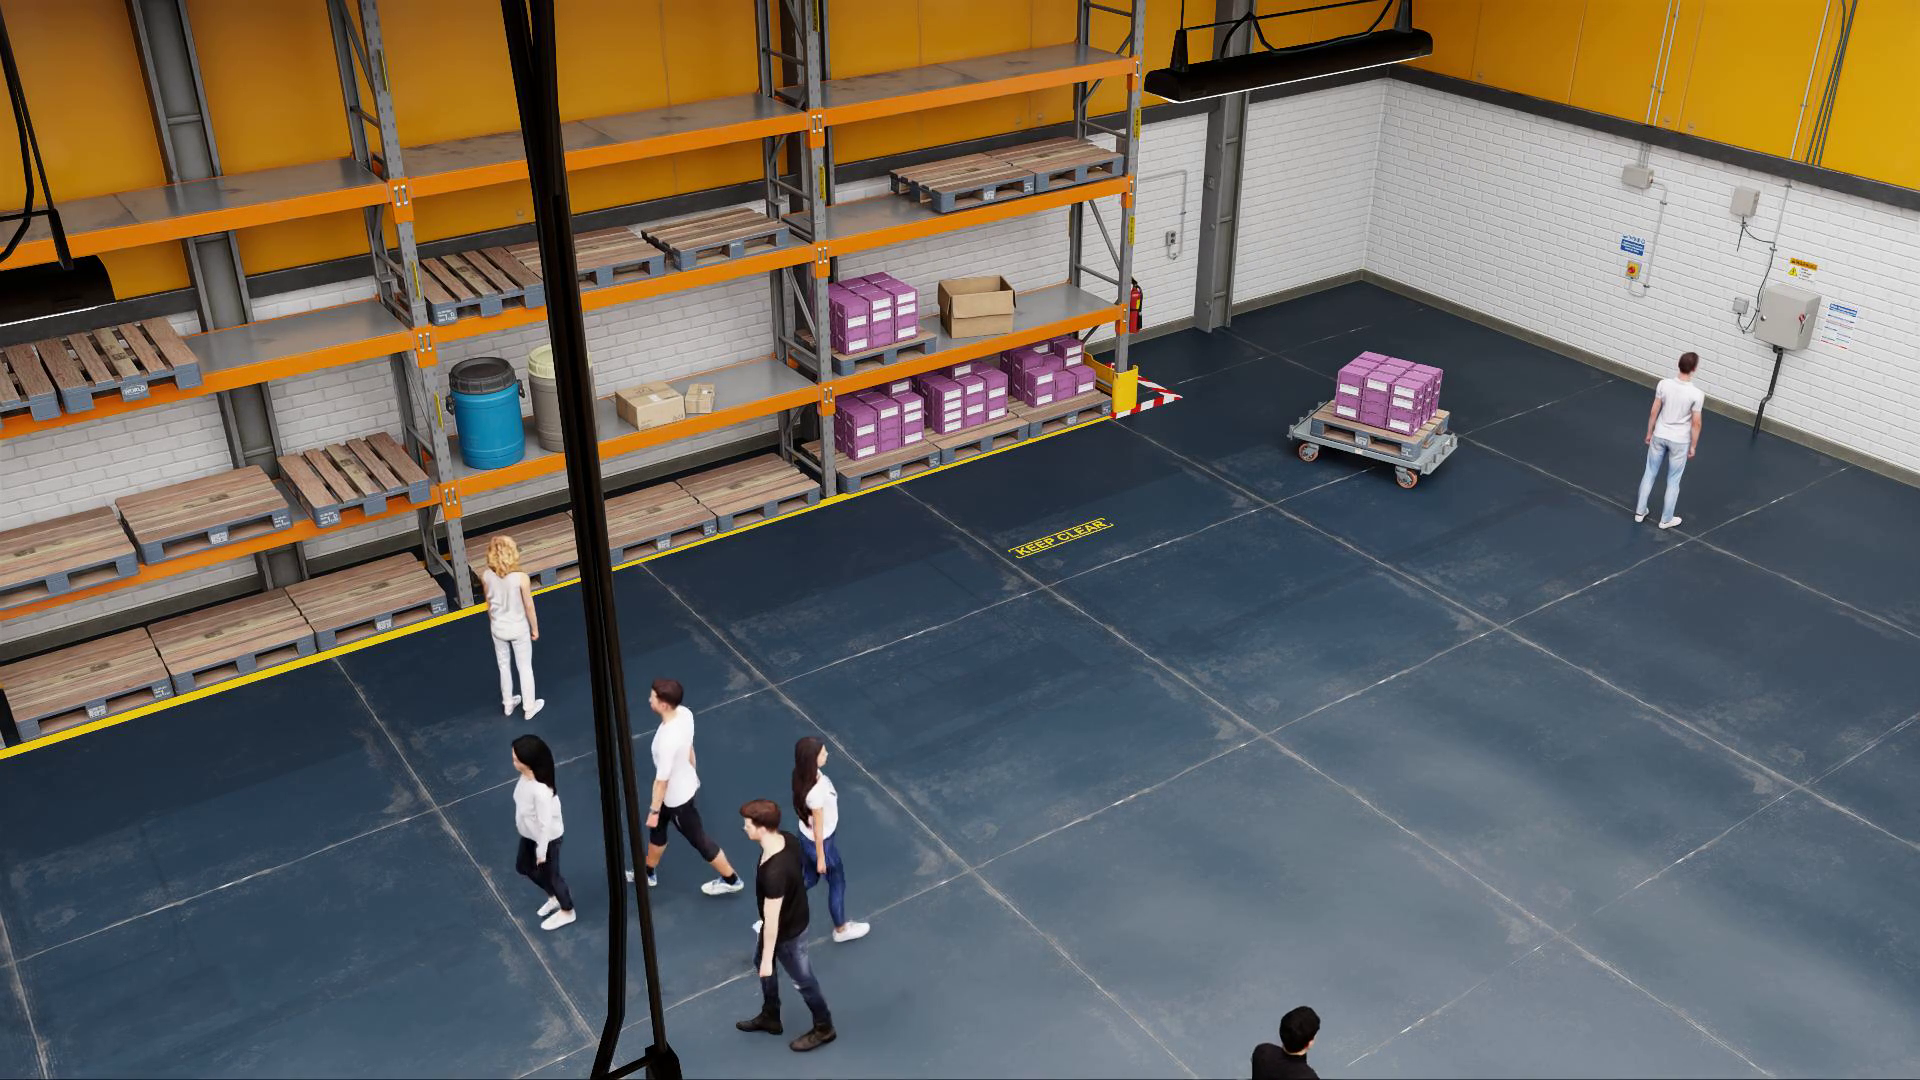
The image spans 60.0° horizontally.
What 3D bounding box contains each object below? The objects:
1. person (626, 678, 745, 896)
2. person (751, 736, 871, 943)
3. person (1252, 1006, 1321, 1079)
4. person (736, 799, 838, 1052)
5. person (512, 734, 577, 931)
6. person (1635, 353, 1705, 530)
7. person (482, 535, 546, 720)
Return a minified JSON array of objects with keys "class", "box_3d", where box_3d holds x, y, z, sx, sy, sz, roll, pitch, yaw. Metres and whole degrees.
[{"class":"person","box_3d":[-1.897,1.789,11.692,1.279,1.804,1.148,2,29,4]},{"class":"person","box_3d":[-1.050,2.074,11.222,1.115,1.753,0.784,-10,30,-17]},{"class":"person","box_3d":[1.695,3.286,9.072,1.104,1.684,0.760,-24,36,-36]},{"class":"person","box_3d":[-1.012,2.426,10.464,1.111,1.861,1.055,-4,29,-7]},{"class":"person","box_3d":[-2.775,1.999,11.432,0.588,1.685,0.658,-14,32,-24]},{"class":"person","box_3d":[7.172,-1.014,16.780,0.698,1.852,0.601,25,37,38]},{"class":"person","box_3d":[-3.738,0.717,13.795,0.672,1.671,0.732,5,29,9]}]
